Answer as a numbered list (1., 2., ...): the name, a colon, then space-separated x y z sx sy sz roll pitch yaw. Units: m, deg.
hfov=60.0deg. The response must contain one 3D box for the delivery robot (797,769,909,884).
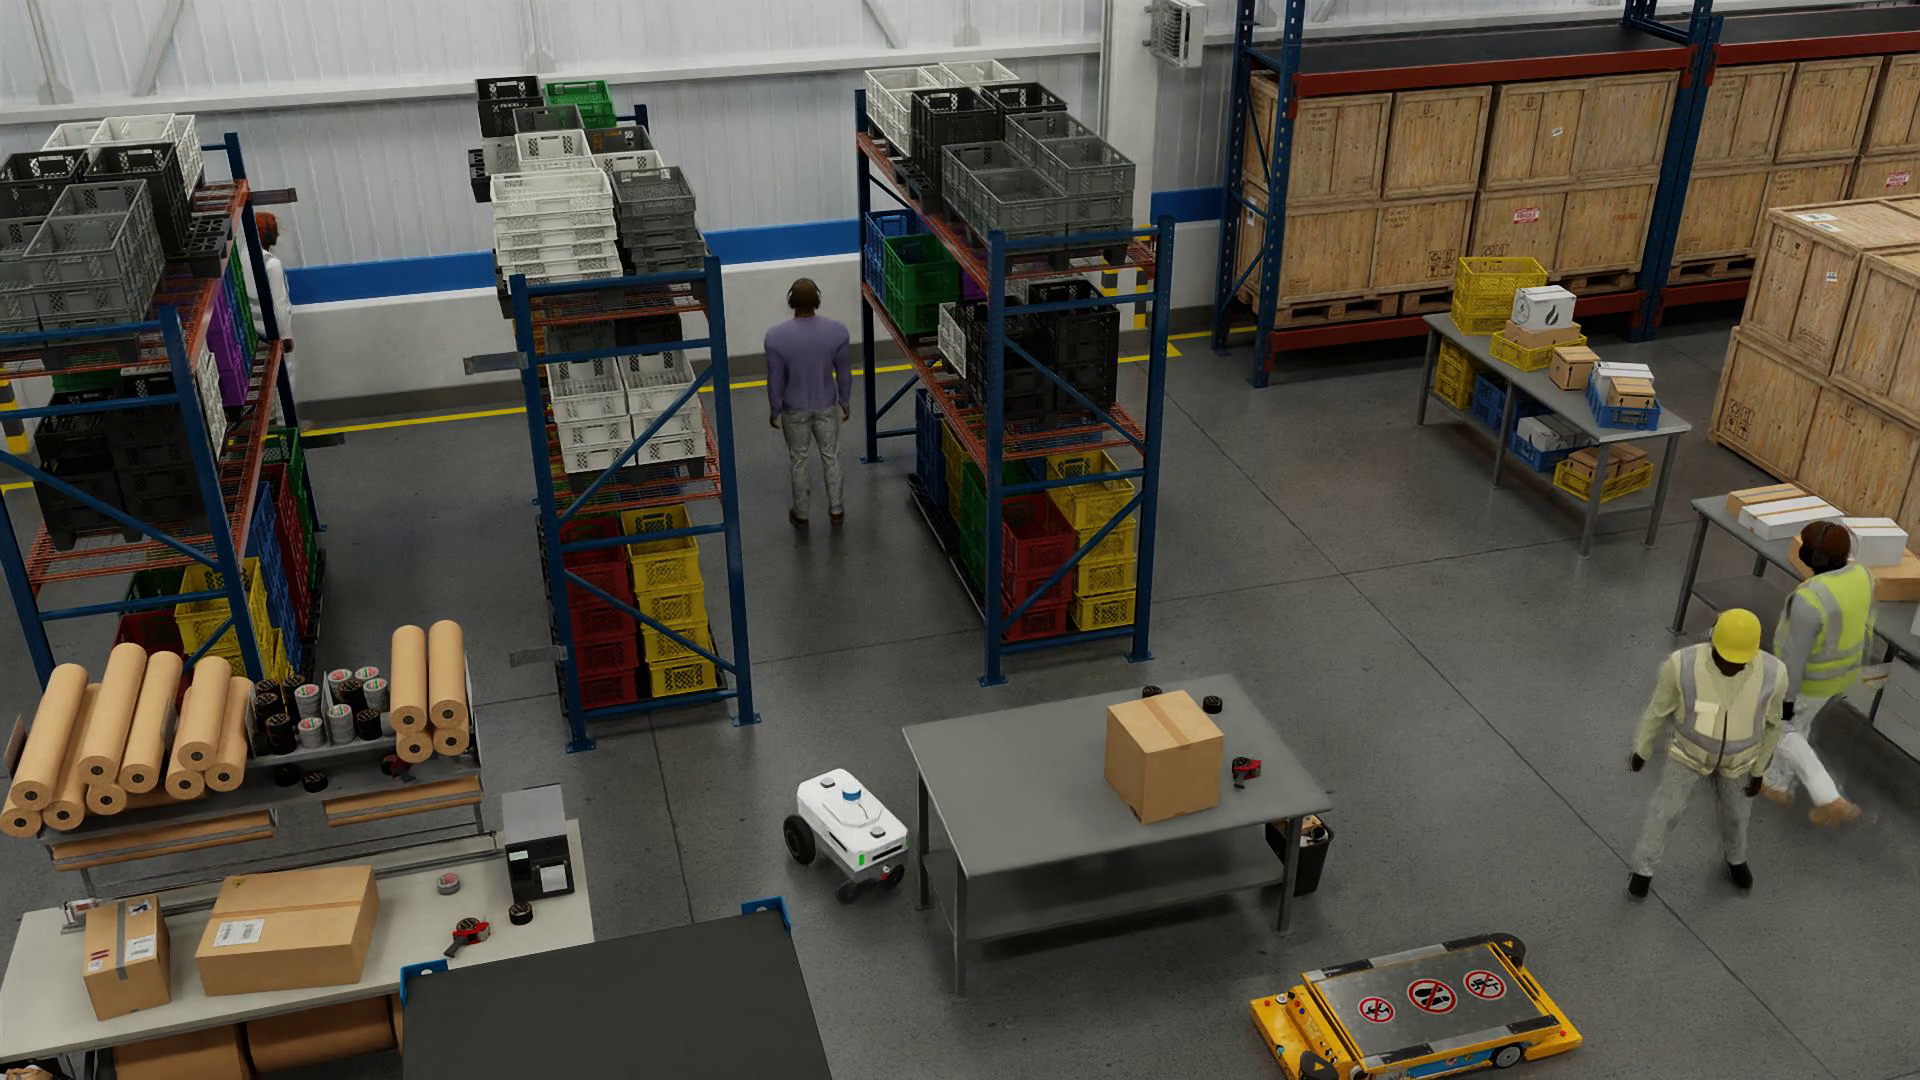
1. delivery robot: -0.578 1.526 8.969 0.477 0.478 0.707 -18 34 -30

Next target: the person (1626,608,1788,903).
1. person: 3.900 1.091 8.574 0.781 1.804 0.547 8 30 14

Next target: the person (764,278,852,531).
1. person: -1.101 -0.990 12.216 0.635 1.937 0.354 -8 30 -15

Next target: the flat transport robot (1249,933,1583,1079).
1. flat transport robot: 2.184 2.282 7.980 1.431 0.197 0.652 -8 30 -14

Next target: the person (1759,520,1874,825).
1. person: 4.746 0.771 9.156 0.636 1.813 0.624 -19 34 -31

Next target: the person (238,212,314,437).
1. person: -5.679 -1.777 13.740 0.613 1.859 0.397 21 35 33
